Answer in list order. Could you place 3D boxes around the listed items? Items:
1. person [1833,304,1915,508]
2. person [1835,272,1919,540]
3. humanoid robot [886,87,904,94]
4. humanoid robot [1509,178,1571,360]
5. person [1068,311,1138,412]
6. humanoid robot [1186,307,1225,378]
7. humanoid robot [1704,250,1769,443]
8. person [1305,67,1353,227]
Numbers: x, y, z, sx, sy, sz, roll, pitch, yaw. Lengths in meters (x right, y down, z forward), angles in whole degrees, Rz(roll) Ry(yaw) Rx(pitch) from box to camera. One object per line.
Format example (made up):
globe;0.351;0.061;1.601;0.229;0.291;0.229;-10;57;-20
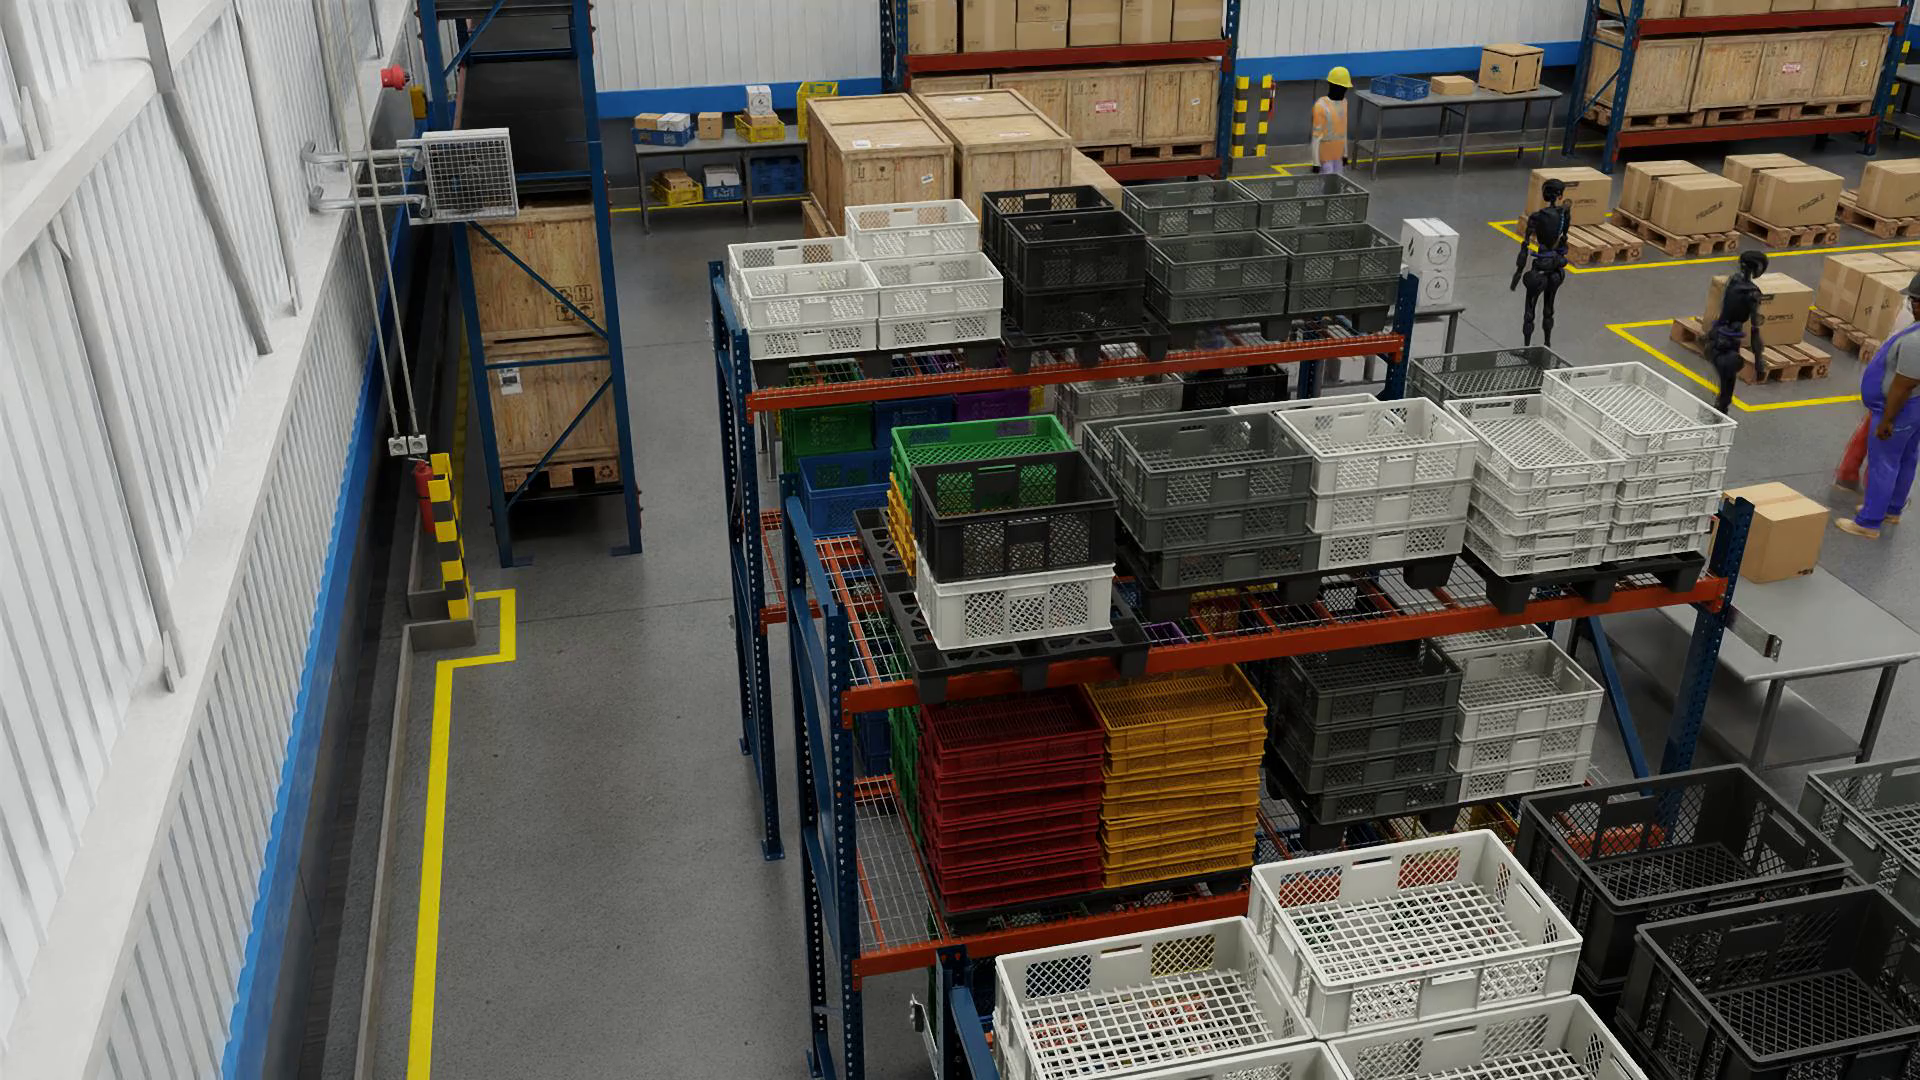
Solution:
person;7.126;-1.202;12.518;0.637;1.953;0.644;19;33;32
person;6.801;-1.003;12.052;0.681;2.000;0.535;-22;35;-35
humanoid robot;-0.681;-4.225;18.555;0.338;1.659;0.611;16;32;28
humanoid robot;5.349;-2.492;15.264;0.569;1.651;0.331;-15;31;-26
person;1.113;-1.386;12.945;0.582;1.882;0.351;15;31;26
humanoid robot;1.926;-1.465;13.313;0.430;1.640;0.618;8;29;14
humanoid robot;6.318;-1.569;13.511;0.429;1.639;0.573;3;28;5
person;4.077;-4.257;18.359;0.512;1.915;0.595;24;36;37
